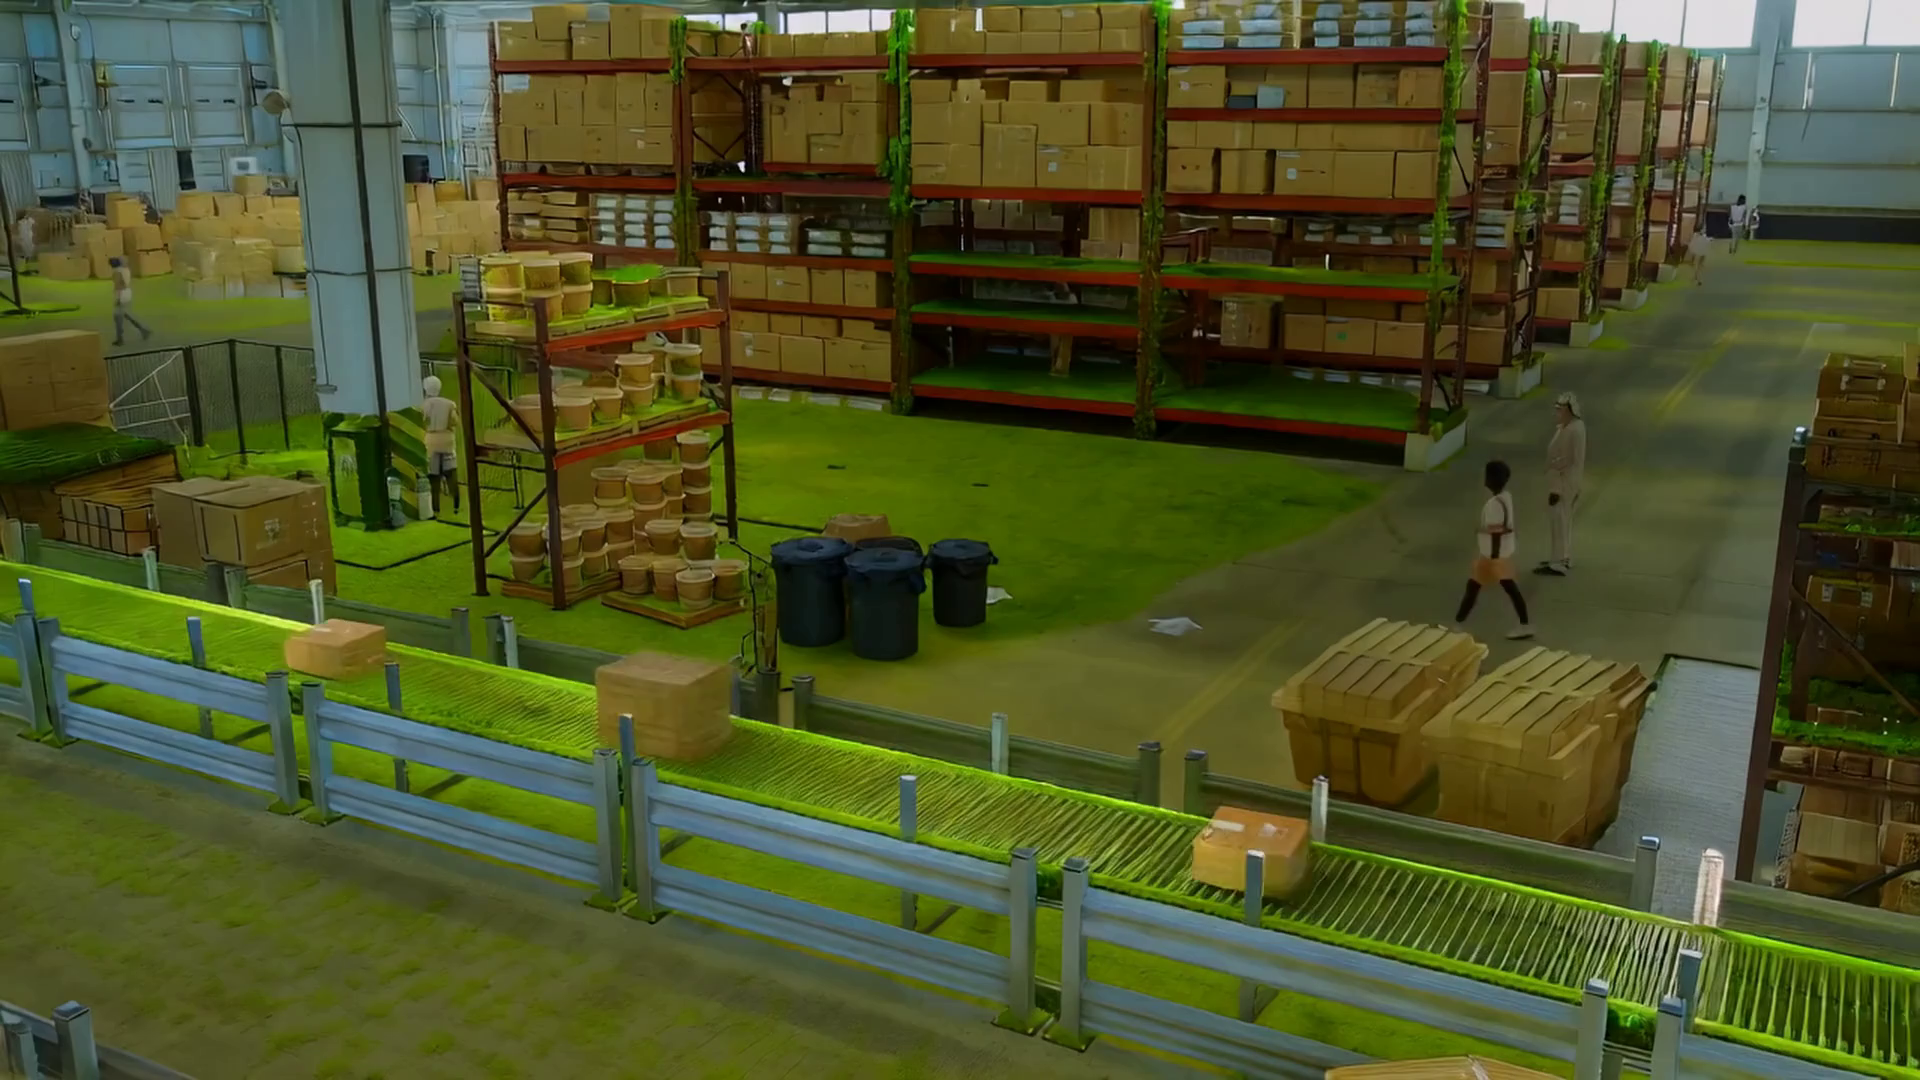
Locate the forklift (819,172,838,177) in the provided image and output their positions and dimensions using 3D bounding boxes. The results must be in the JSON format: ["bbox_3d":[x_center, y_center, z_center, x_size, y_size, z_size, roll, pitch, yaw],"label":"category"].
[{"bbox_3d":[-4.902,-13.109,62.379,1.873,2.768,1.129,-11,18,-35],"label":"forklift"}]

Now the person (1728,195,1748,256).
[{"bbox_3d":[24.275,-9.807,51.846,0.533,1.898,0.610,-6,16,-21],"label":"person"}]

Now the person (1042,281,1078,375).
[{"bbox_3d":[1.711,-3.518,28.181,0.642,1.913,0.408,-7,16,-23],"label":"person"}]

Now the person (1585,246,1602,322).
[{"bbox_3d":[13.725,-5.794,36.479,0.371,2.047,0.608,-12,19,-37],"label":"person"}]

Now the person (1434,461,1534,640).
[{"bbox_3d":[4.852,0.095,15.098,0.883,1.649,0.545,10,18,32],"label":"person"}]

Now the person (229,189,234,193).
[{"bbox_3d":[-26.178,-11.859,60.081,0.313,1.633,0.536,-9,17,-30],"label":"person"}]

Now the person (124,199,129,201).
[{"bbox_3d":[-26.039,-9.823,52.231,0.489,1.730,0.426,3,15,11],"label":"person"}]

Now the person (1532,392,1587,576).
[{"bbox_3d":[6.198,-0.580,17.151,0.401,1.906,0.659,8,17,27],"label":"person"}]

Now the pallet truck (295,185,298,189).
[{"bbox_3d":[-26.804,-14.617,69.738,1.885,1.965,0.823,-14,20,-42],"label":"pallet truck"}]

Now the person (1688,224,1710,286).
[{"bbox_3d":[19.381,-7.468,43.583,0.402,1.607,0.609,-13,19,-39],"label":"person"}]

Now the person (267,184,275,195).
[{"bbox_3d":[-23.841,-11.391,57.793,0.625,1.909,0.758,2,15,8],"label":"person"}]

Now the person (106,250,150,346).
[{"bbox_3d":[-16.575,-4.797,32.979,0.707,1.914,0.557,0,15,2],"label":"person"}]

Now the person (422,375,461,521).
[{"bbox_3d":[-6.095,-1.076,19.412,0.540,1.695,0.317,-12,19,-39],"label":"person"}]

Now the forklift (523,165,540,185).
[{"bbox_3d":[-16.560,-13.622,64.309,1.873,2.768,1.129,3,15,10],"label":"forklift"}]

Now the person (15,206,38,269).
[{"bbox_3d":[-27.006,-8.773,48.166,0.516,1.804,0.970,4,15,15],"label":"person"}]

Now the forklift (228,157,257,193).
[{"bbox_3d":[-24.704,-11.836,57.594,1.873,2.768,1.129,8,17,28],"label":"forklift"}]
